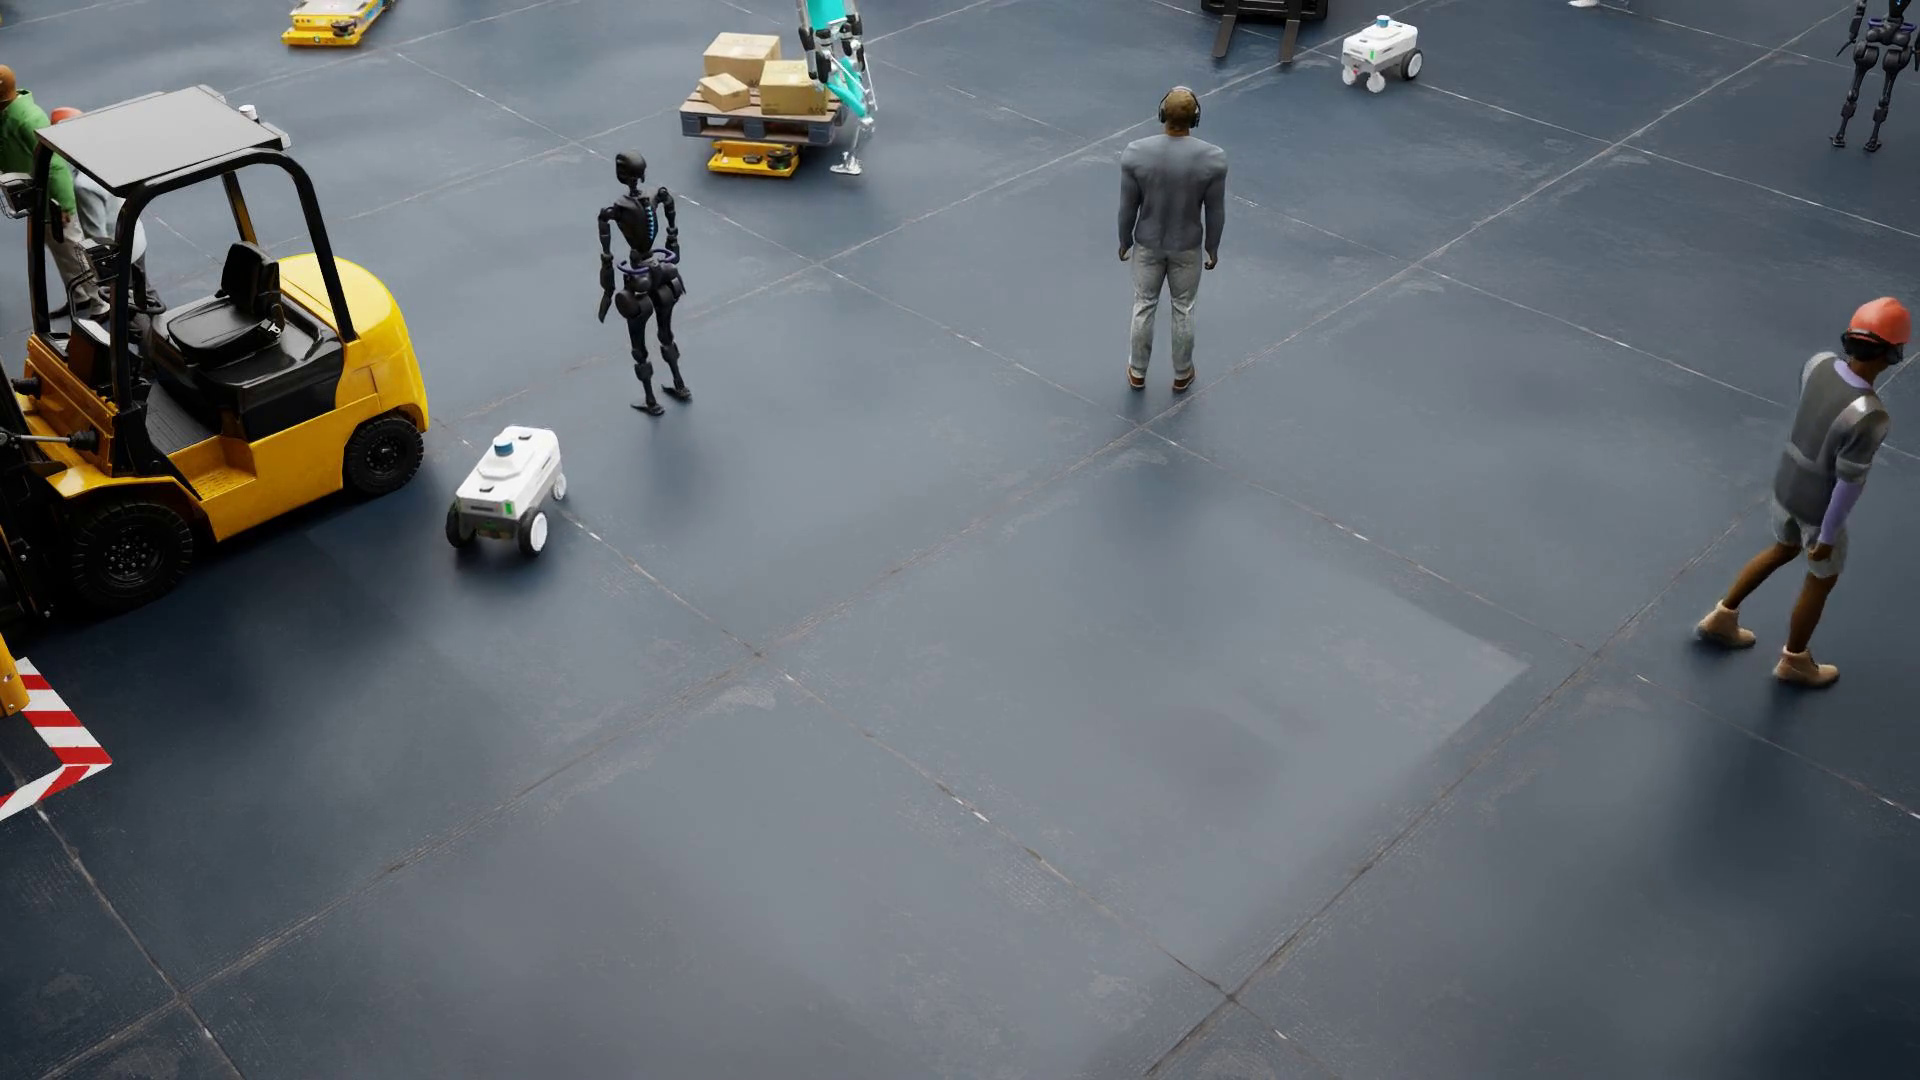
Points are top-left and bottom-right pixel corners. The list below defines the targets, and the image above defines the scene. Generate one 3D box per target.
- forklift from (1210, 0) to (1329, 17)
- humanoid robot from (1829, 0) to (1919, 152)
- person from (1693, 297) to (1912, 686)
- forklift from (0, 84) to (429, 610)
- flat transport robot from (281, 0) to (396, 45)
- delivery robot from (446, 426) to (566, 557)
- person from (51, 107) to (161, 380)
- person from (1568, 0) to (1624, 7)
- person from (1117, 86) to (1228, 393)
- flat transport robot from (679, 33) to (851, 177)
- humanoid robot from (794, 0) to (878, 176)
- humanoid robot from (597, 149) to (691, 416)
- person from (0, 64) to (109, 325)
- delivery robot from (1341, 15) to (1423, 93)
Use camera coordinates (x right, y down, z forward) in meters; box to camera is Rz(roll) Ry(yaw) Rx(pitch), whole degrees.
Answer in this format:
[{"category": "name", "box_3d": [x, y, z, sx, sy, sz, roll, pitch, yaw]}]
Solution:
[{"category": "forklift", "box_3d": [3.106, -6.400, 15.960, 1.214, 2.155, 2.313, 8, 37, 10]}, {"category": "humanoid robot", "box_3d": [7.237, -3.896, 13.023, 0.599, 1.657, 0.315, 17, 40, 22]}, {"category": "person", "box_3d": [4.035, -0.212, 7.827, 0.577, 2.019, 0.606, -3, 37, -4]}, {"category": "forklift", "box_3d": [-4.145, -1.093, 8.856, 2.313, 2.155, 1.214, -31, 47, -34]}, {"category": "flat transport robot", "box_3d": [-5.826, -5.004, 15.695, 0.659, 0.231, 1.431, 1, 37, 2]}, {"category": "delivery robot", "box_3d": [-2.477, -0.283, 9.150, 0.499, 0.610, 0.813, 7, 37, 9]}, {"category": "person", "box_3d": [-5.182, -1.809, 10.188, 0.345, 1.740, 0.572, -3, 37, -4]}, {"category": "person", "box_3d": [6.147, -5.742, 15.572, 0.526, 1.597, 0.542, 21, 42, 25]}, {"category": "person", "box_3d": [1.252, -1.775, 9.979, 0.634, 1.937, 0.353, 5, 37, 7]}, {"category": "flat transport robot", "box_3d": [-1.510, -3.319, 13.439, 0.659, 0.231, 1.431, 6, 37, 8]}, {"category": "humanoid robot", "box_3d": [-0.839, -3.515, 12.470, 0.554, 1.746, 0.818, -25, 43, -29]}, {"category": "humanoid robot", "box_3d": [-1.878, -1.528, 9.862, 0.326, 1.654, 0.589, 29, 46, 33]}, {"category": "person", "box_3d": [-5.867, -2.197, 10.675, 0.536, 1.782, 0.387, 27, 44, 31]}, {"category": "delivery robot", "box_3d": [3.652, -4.257, 14.451, 0.760, 0.588, 0.499, -30, 46, -34]}]
